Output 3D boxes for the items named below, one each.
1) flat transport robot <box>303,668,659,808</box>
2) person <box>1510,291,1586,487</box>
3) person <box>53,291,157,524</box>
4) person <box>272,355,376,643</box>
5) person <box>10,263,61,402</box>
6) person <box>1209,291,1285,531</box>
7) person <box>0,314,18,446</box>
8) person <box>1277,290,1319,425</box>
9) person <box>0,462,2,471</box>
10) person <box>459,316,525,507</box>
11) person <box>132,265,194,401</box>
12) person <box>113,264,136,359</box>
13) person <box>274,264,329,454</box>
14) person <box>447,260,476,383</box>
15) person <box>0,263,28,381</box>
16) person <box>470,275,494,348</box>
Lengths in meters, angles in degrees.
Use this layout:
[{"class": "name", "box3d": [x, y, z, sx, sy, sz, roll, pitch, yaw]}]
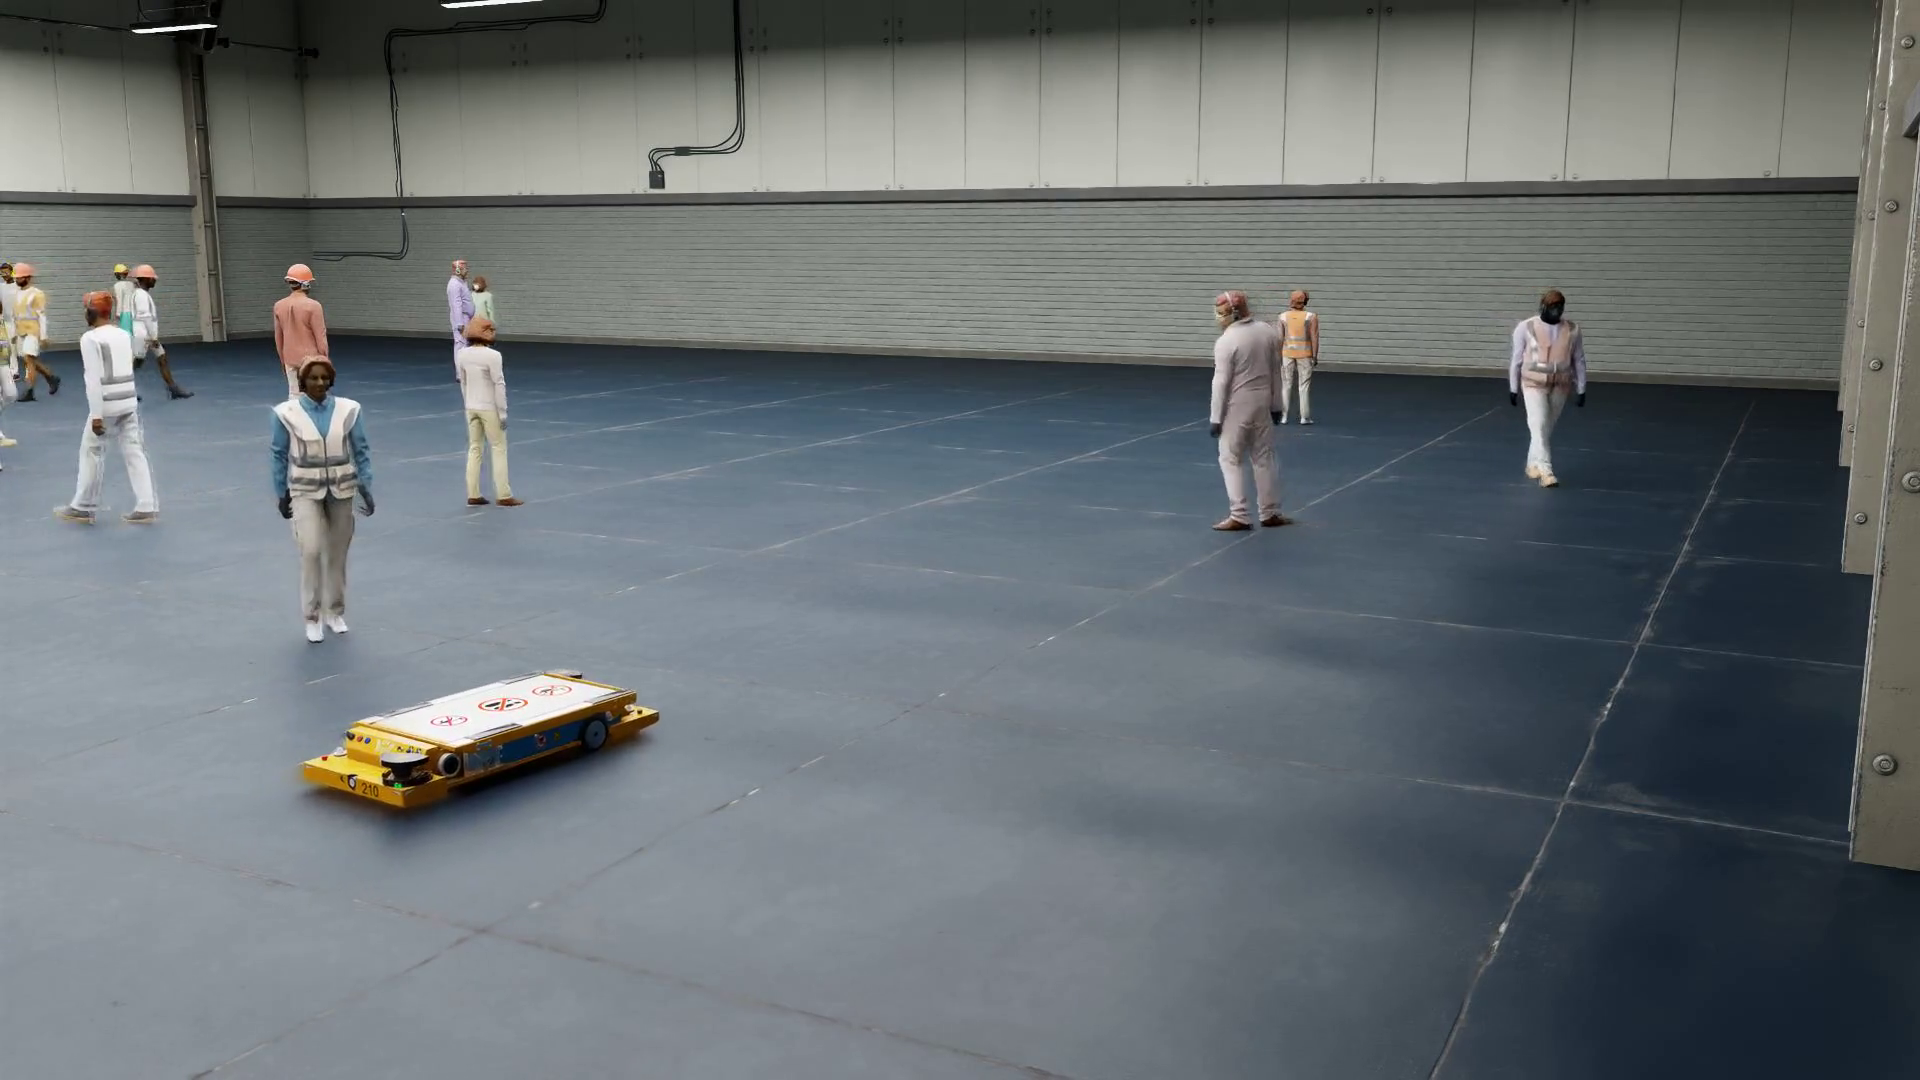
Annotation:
[{"class": "flat transport robot", "box3d": [-2.066, 0.835, 7.320, 0.652, 0.197, 1.431, 7, 12, 34]}, {"class": "person", "box3d": [5.461, -1.411, 15.431, 0.647, 1.790, 0.984, 0, 10, -2]}, {"class": "person", "box3d": [-6.863, -1.041, 13.239, 0.889, 1.846, 0.601, 2, 11, 12]}, {"class": "person", "box3d": [-3.602, -0.236, 9.467, 0.518, 1.619, 0.567, -7, 12, -33]}, {"class": "person", "box3d": [-12.939, -2.901, 23.197, 0.561, 1.919, 0.766, 4, 11, 21]}, {"class": "person", "box3d": [2.252, -1.011, 13.042, 0.801, 1.874, 0.409, -9, 13, -39]}, {"class": "person", "box3d": [-10.564, -1.910, 18.072, 0.474, 1.822, 0.659, -2, 11, -12]}, {"class": "person", "box3d": [4.099, -2.214, 20.211, 0.515, 1.641, 0.309, 5, 12, 26]}, {"class": "person", "box3d": [-9.483, -1.503, 16.011, 0.322, 1.766, 0.533, -2, 11, -9]}, {"class": "person", "box3d": [-4.008, -1.077, 14.111, 0.510, 1.626, 0.428, 6, 12, 30]}, {"class": "person", "box3d": [-11.294, -2.865, 23.098, 0.986, 1.888, 0.564, -4, 11, -20]}, {"class": "person", "box3d": [-15.345, -4.176, 30.565, 0.328, 1.767, 0.532, 1, 10, 7]}, {"class": "person", "box3d": [-6.871, -1.884, 17.443, 0.610, 1.996, 0.379, 3, 11, 17]}, {"class": "person", "box3d": [-7.788, -3.418, 26.049, 0.408, 1.908, 0.646, -2, 11, -12]}, {"class": "person", "box3d": [-14.972, -3.447, 26.339, 0.515, 1.864, 0.314, -1, 10, -4]}, {"class": "person", "box3d": [-8.230, -3.750, 28.646, 0.504, 1.609, 0.736, 4, 11, 20]}]
